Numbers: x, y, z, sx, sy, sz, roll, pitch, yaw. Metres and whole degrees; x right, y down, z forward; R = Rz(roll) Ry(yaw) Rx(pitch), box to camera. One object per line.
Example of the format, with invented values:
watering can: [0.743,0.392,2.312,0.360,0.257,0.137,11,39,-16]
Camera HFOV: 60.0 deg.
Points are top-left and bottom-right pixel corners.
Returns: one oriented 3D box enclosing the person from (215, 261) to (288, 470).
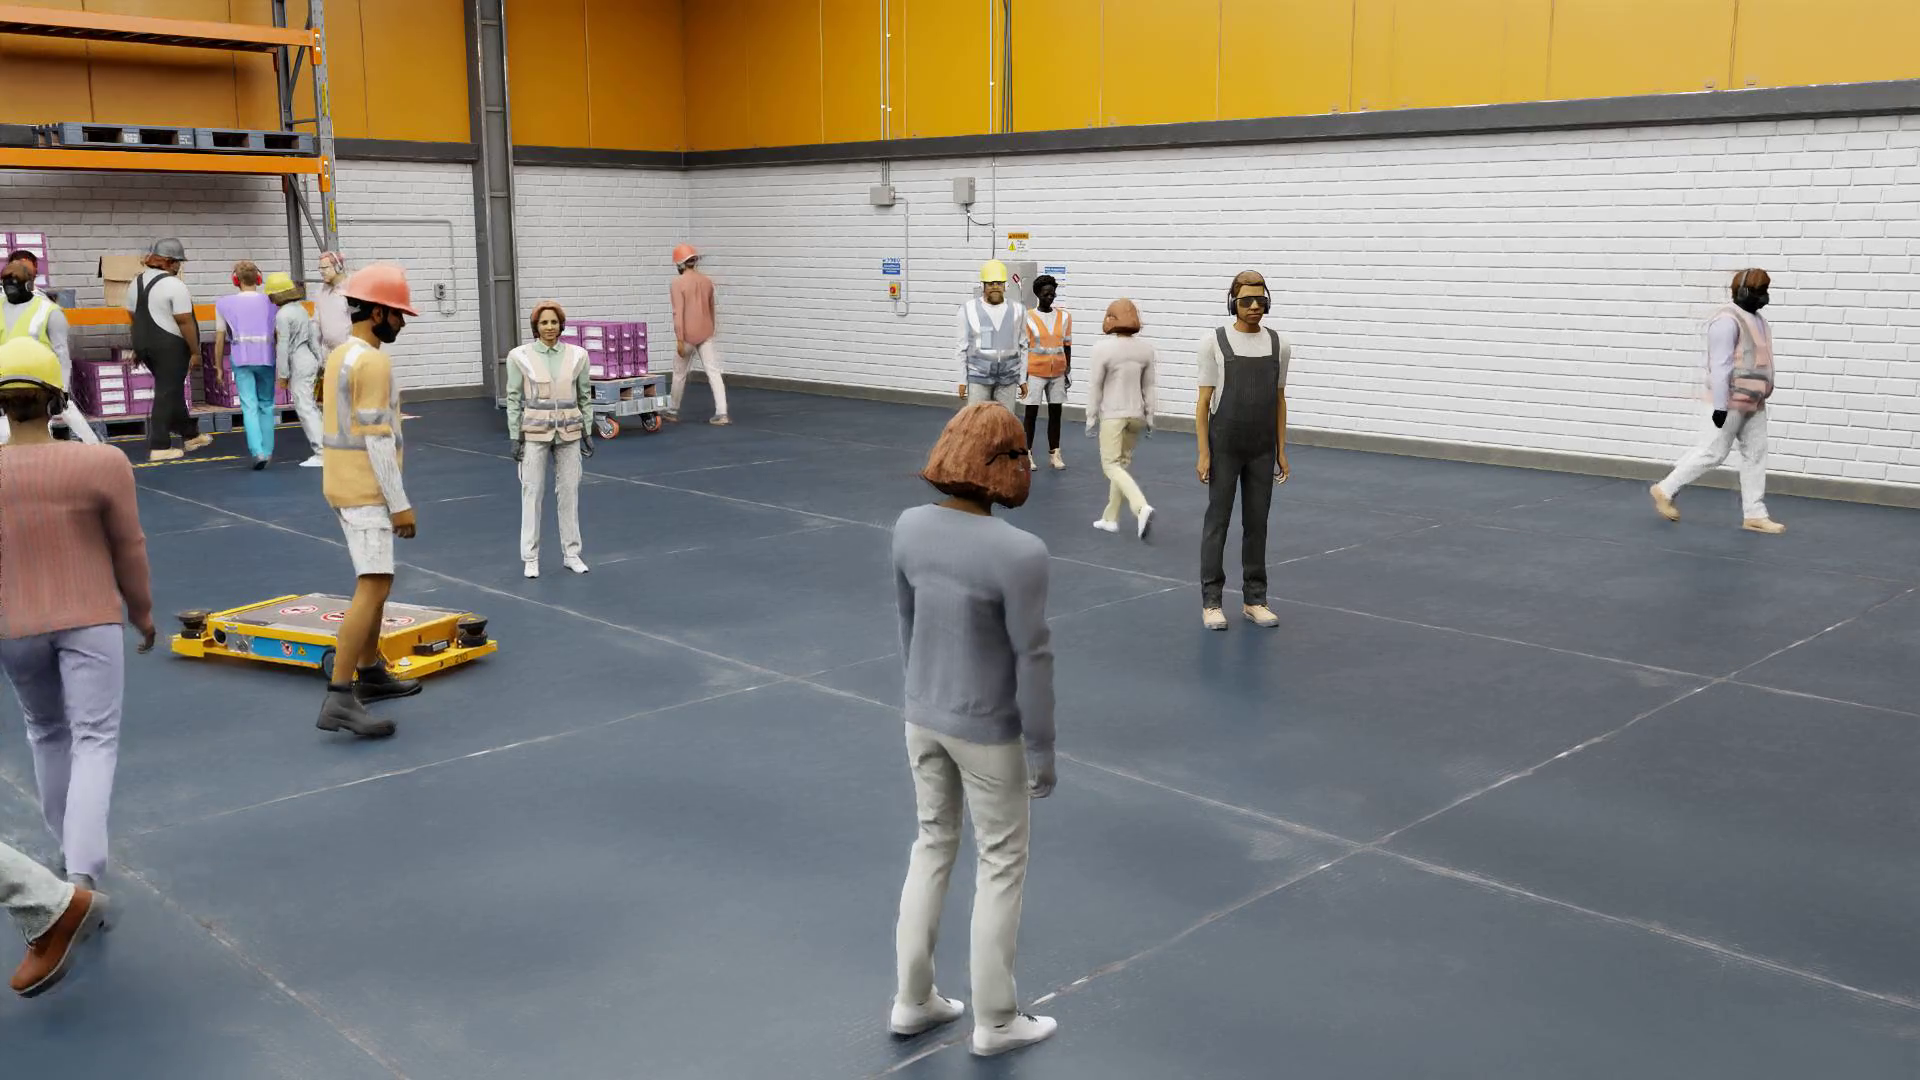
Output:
person: [-6.164,-1.517,14.517,0.583,1.819,0.907,-6,12,-29]

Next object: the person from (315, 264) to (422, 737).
person: [-2.468,-0.171,6.885,0.577,1.899,0.783,-6,12,-30]

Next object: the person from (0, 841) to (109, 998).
person: [-2.604,0.309,4.194,0.515,1.919,0.653,-7,12,-33]

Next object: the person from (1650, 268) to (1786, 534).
person: [5.279,-0.971,11.485,0.633,1.814,0.852,-9,14,-41]

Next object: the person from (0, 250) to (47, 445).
person: [-8.424,-1.628,14.824,0.636,1.895,0.656,3,11,18]

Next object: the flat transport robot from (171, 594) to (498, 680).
flat transport robot: [-2.990,0.447,7.936,1.431,0.197,0.652,5,11,25]

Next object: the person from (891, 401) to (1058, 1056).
person: [0.030,0.472,4.096,0.520,1.628,0.337,10,14,42]

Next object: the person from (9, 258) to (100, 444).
person: [-8.163,-1.569,14.720,0.983,1.833,0.560,-9,14,-40]

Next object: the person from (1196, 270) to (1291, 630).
person: [1.461,-0.458,8.579,0.506,1.846,0.345,-3,11,-14]

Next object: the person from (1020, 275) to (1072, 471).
person: [0.724,-1.435,14.331,0.530,1.689,0.321,-4,11,-22]

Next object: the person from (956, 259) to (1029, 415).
person: [0.264,-1.288,13.134,0.591,1.834,0.404,-2,11,-13]

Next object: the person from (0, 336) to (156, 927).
person: [-2.715,0.263,4.965,0.519,1.732,0.879,-3,11,-15]

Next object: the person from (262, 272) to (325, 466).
person: [-5.773,-1.479,14.516,0.483,1.701,0.504,0,10,-2]

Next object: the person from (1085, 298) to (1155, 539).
person: [1.107,-0.814,11.147,0.504,1.609,0.724,-6,12,-30]

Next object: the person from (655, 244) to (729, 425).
person: [-2.865,-2.202,17.886,1.085,1.925,0.650,9,14,40]

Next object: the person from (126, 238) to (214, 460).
person: [-7.154,-1.780,15.252,0.697,2.000,0.932,6,12,29]

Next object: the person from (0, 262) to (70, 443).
person: [-7.059,-1.191,12.628,0.637,1.826,0.699,1,10,4]

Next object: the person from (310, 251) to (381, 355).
person: [-5.768,-1.722,15.406,0.658,1.866,0.884,7,13,34]

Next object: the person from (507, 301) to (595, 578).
person: [-2.430,-0.600,9.906,0.515,1.640,0.315,-6,12,-28]
